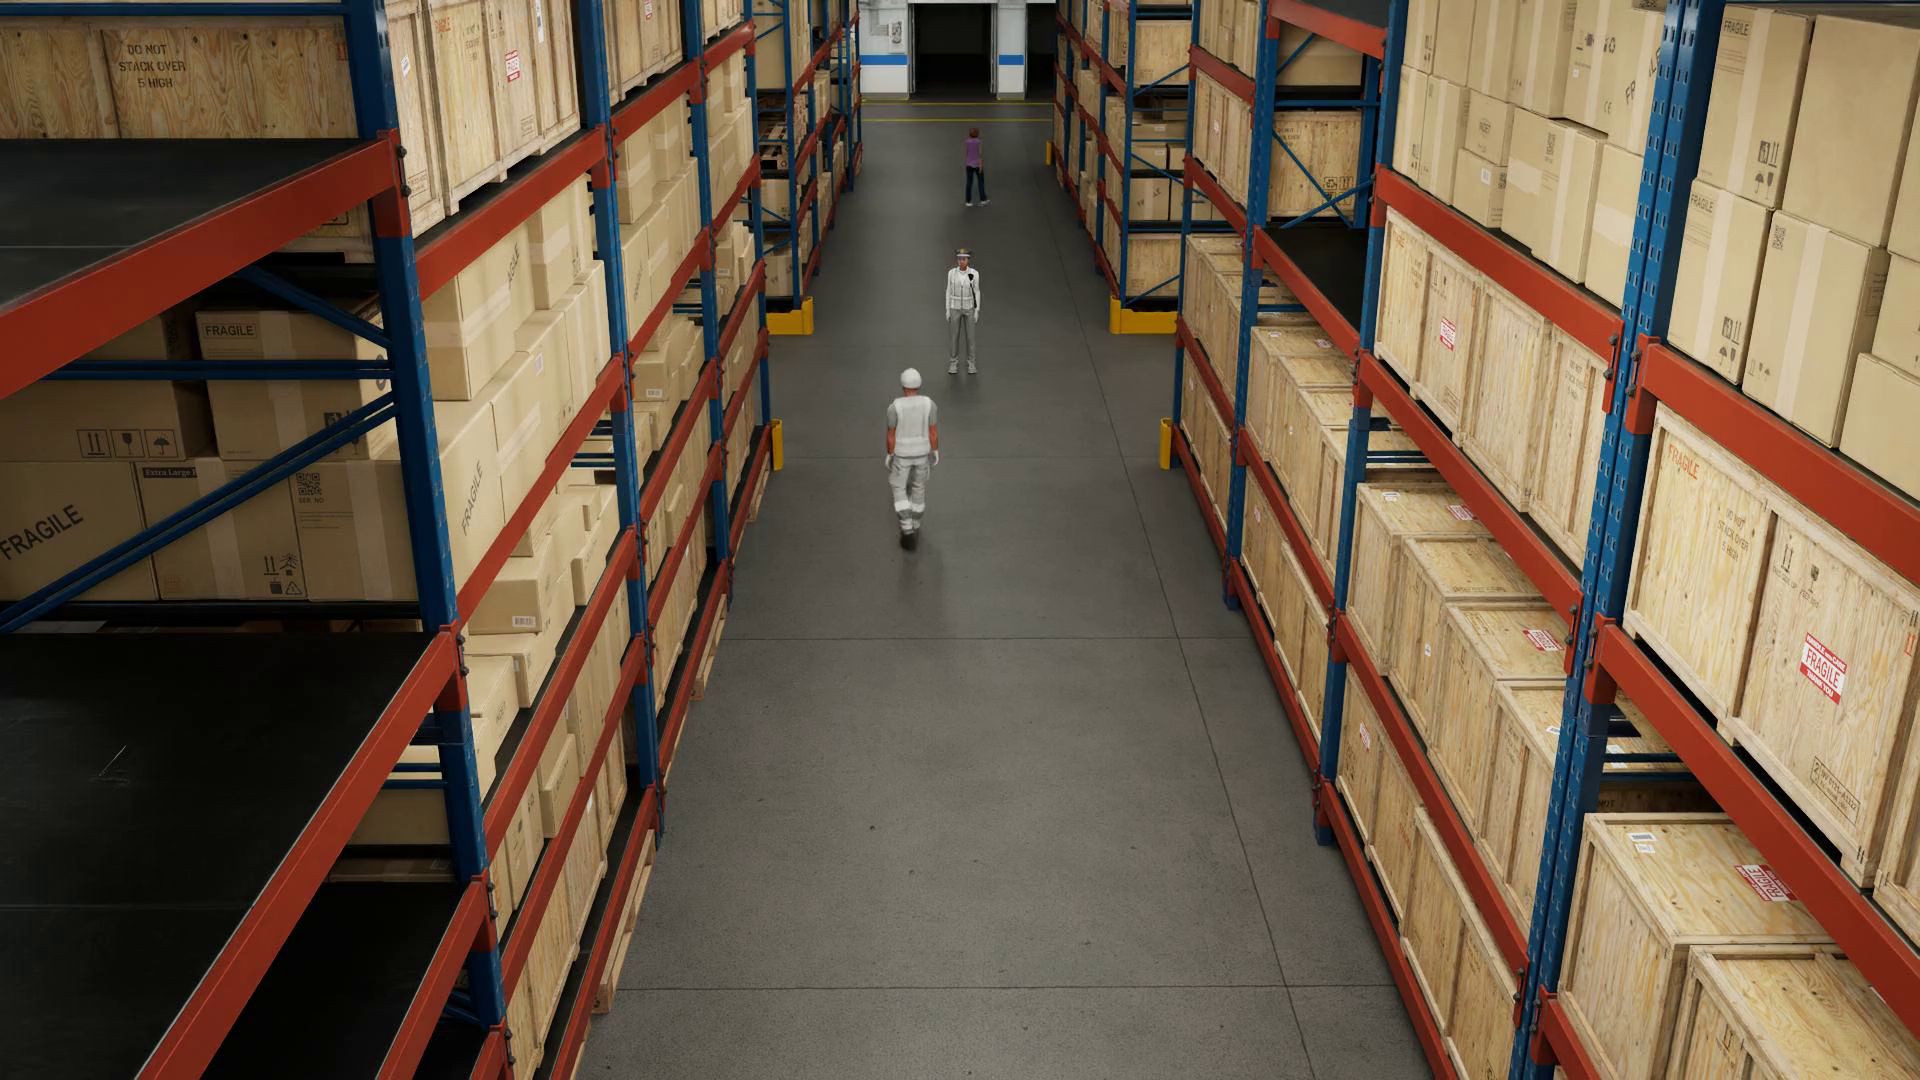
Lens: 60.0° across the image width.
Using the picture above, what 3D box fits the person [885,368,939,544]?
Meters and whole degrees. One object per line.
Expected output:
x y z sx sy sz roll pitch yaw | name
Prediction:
-0.489 -0.871 16.675 0.534 1.790 0.718 -5 22 -13 | person

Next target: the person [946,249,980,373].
0.035 -3.113 22.513 0.464 1.689 0.381 1 22 2 | person

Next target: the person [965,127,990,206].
0.328 -7.705 34.243 0.427 1.579 0.755 10 23 23 | person
